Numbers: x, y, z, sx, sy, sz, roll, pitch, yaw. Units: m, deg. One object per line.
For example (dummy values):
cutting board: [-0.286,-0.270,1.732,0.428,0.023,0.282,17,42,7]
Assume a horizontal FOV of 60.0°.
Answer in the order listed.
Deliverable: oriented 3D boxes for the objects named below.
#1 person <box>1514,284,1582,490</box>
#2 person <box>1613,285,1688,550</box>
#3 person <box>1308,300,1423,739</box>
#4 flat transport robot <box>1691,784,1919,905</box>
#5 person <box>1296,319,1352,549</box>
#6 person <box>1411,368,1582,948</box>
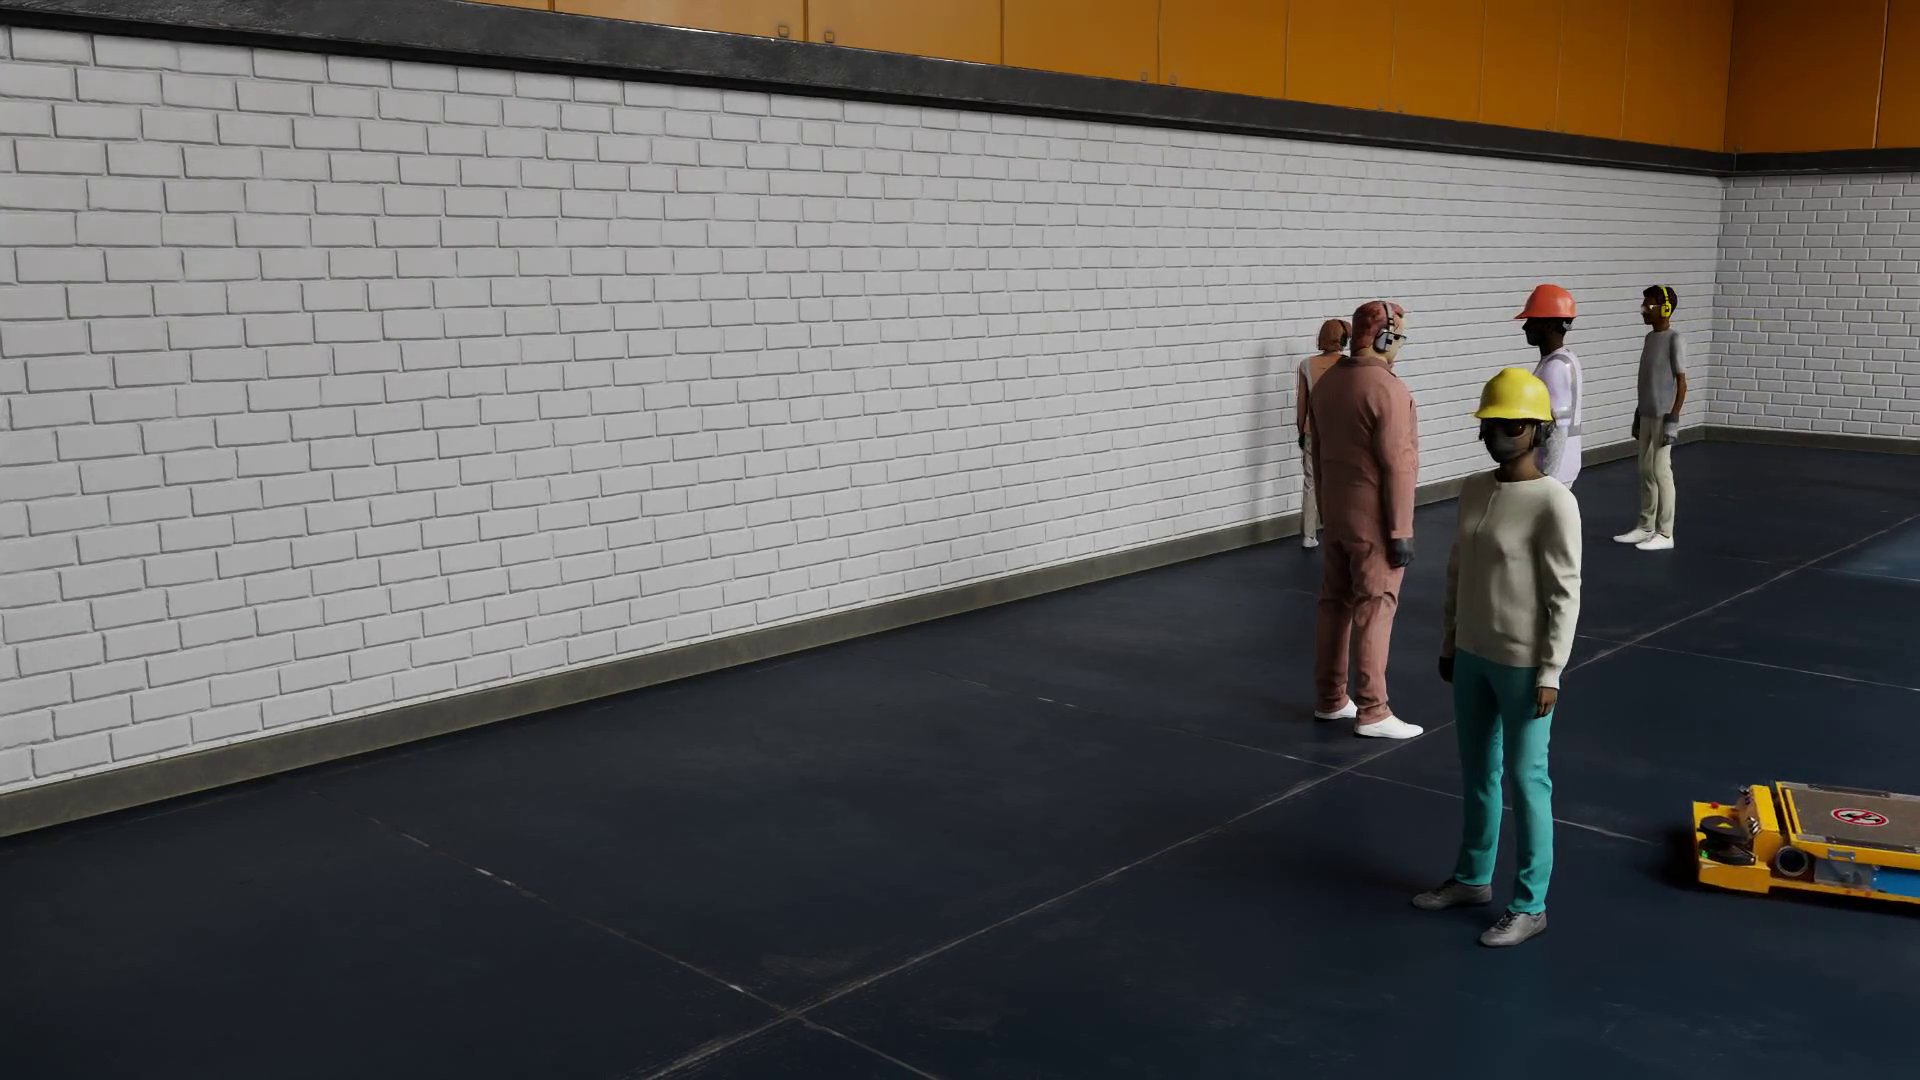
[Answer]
person: [3.057,-0.360,8.723,0.372,1.939,0.544,4,11,21]
person: [4.927,-0.863,11.786,0.310,1.868,0.534,-1,10,-5]
person: [1.793,-0.089,7.286,0.409,1.904,0.639,-4,11,-22]
flat transport robot: [3.220,1.036,5.515,1.431,0.197,0.652,4,11,21]
person: [2.592,-0.722,11.680,0.549,1.637,0.317,9,13,40]
person: [1.661,0.357,5.121,0.298,1.772,0.533,-4,11,-21]
